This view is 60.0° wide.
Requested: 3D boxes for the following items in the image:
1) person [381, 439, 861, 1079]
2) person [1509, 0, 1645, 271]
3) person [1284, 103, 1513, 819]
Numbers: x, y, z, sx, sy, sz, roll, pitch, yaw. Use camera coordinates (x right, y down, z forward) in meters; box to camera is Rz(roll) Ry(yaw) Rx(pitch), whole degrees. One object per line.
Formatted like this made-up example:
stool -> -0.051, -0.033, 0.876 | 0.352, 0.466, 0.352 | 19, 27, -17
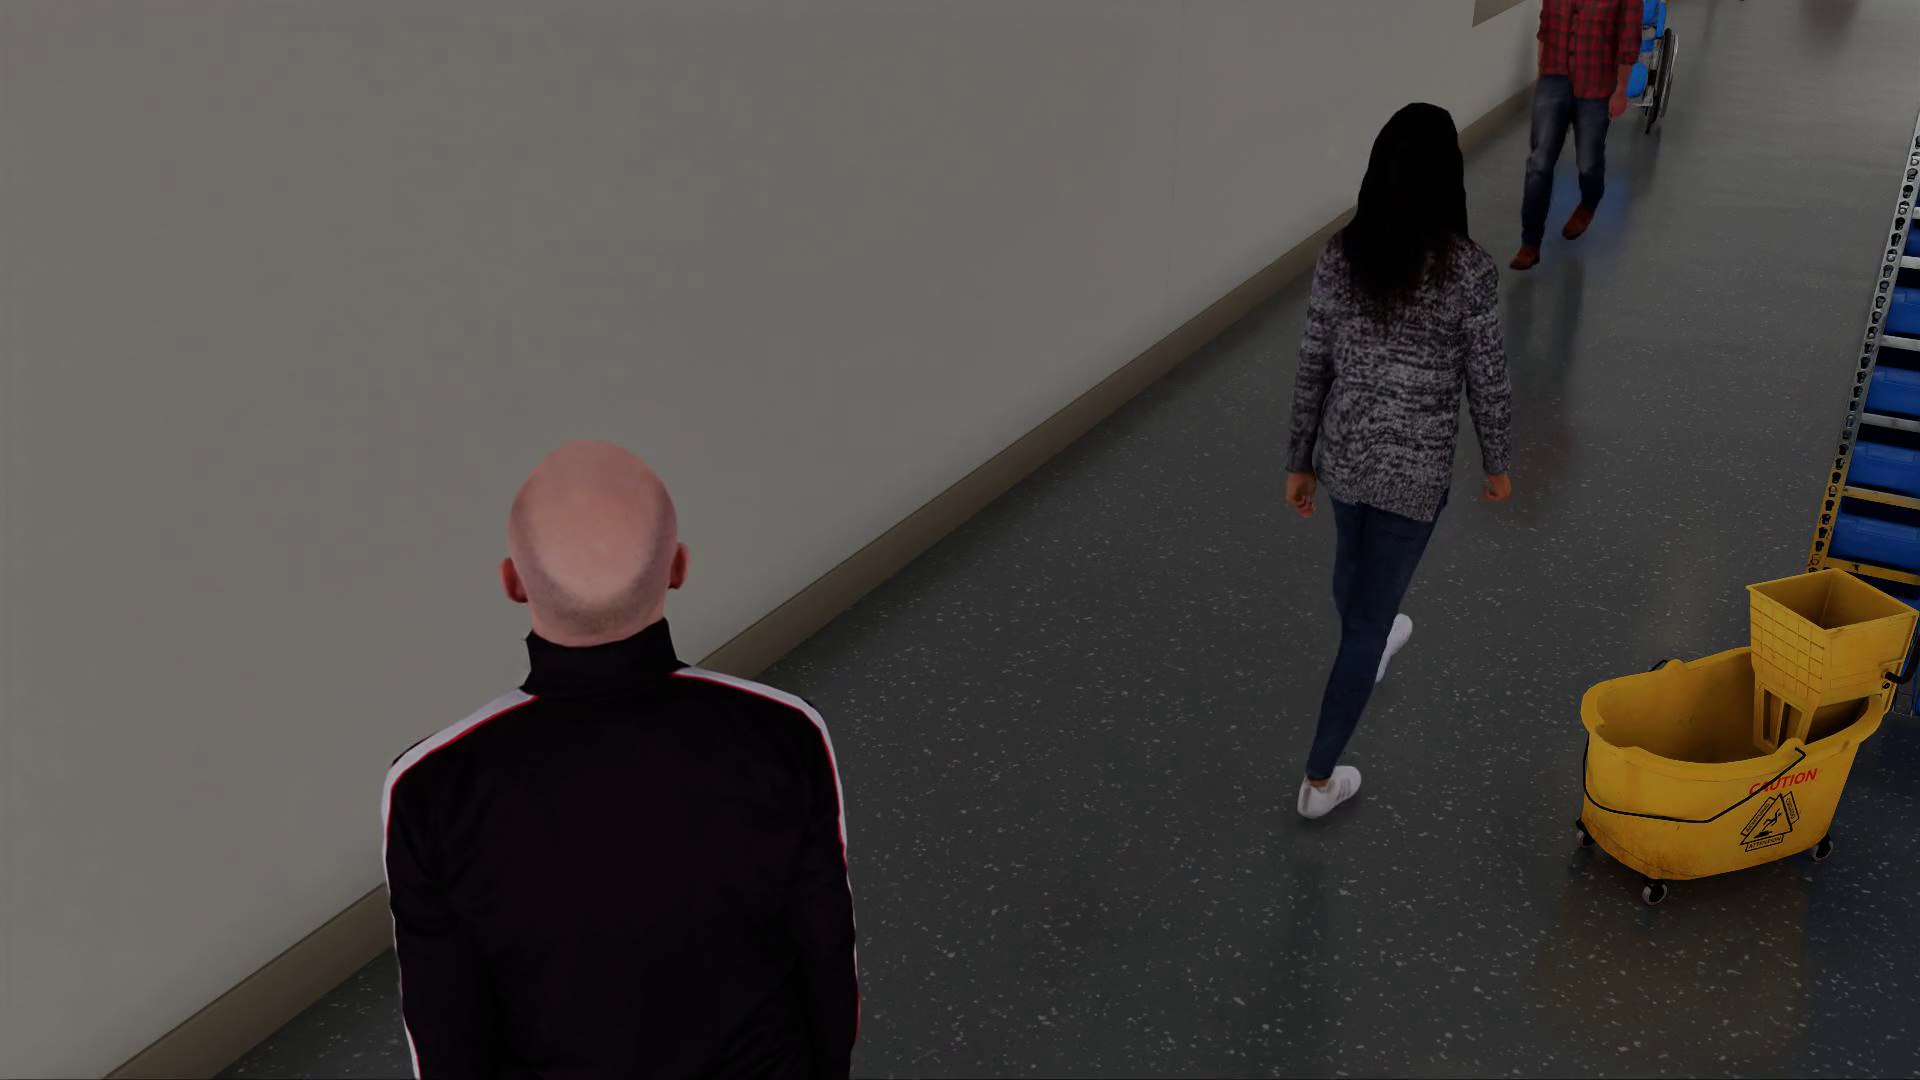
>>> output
person -> -0.359, 0.742, 2.008 | 0.753, 1.837, 0.803 | -8, 27, -15
person -> 3.135, -2.290, 8.363 | 1.210, 1.778, 0.794 | 16, 30, 30
person -> 0.974, -0.125, 3.977 | 1.101, 1.688, 0.831 | 20, 32, 36
